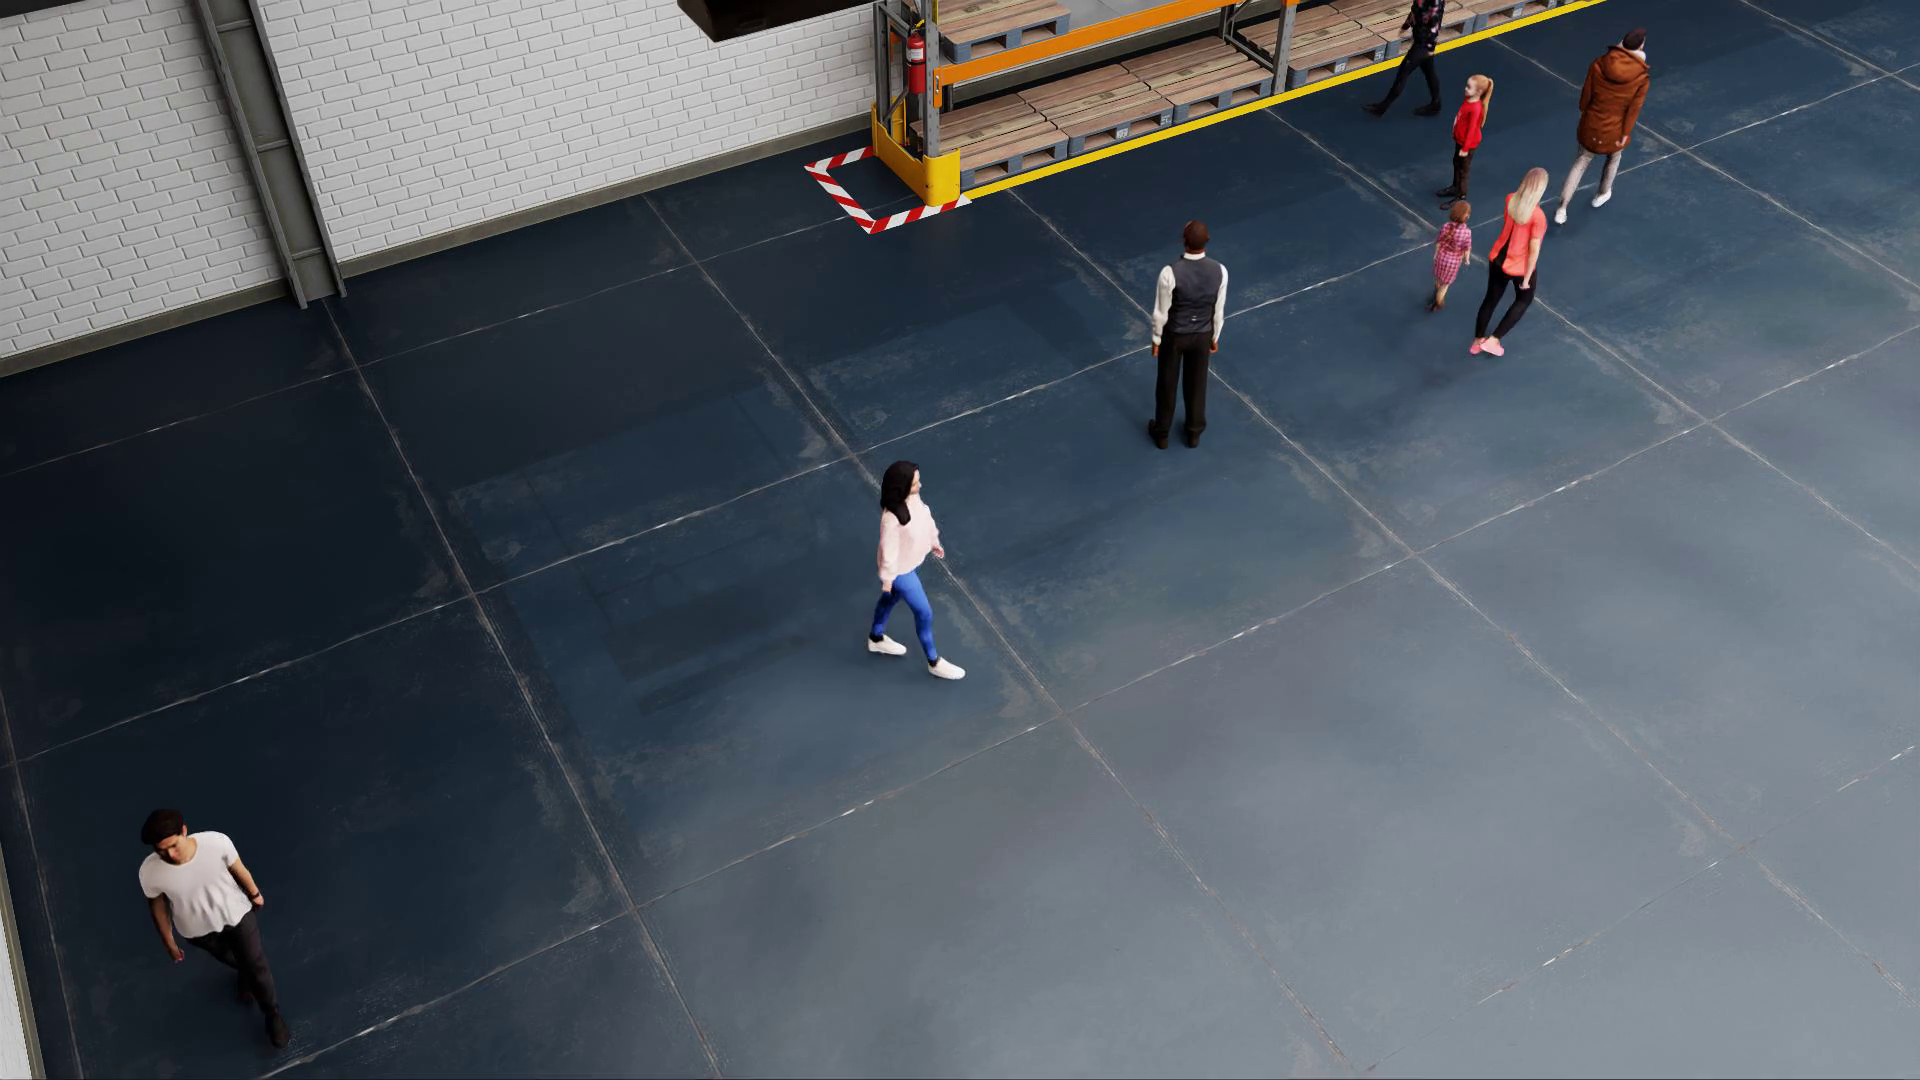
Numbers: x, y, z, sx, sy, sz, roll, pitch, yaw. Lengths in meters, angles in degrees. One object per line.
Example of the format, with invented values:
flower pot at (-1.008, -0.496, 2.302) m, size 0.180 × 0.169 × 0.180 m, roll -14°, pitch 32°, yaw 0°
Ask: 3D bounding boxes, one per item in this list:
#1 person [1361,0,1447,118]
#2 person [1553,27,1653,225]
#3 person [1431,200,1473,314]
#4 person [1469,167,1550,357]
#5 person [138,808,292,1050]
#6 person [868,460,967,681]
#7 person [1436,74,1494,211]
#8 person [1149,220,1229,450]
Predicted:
person at (4.506, -4.783, 15.900) m, size 1.101 × 1.640 × 0.959 m, roll 4°, pitch 44°, yaw 4°
person at (5.581, -3.564, 14.504) m, size 1.033 × 1.801 × 1.259 m, roll 25°, pitch 49°, yaw 24°
person at (4.040, -2.326, 13.778) m, size 0.556 × 1.010 × 0.663 m, roll 27°, pitch 50°, yaw 26°
person at (4.273, -2.134, 13.092) m, size 0.588 × 1.678 × 0.606 m, roll -22°, pitch 48°, yaw -22°
person at (-3.973, 1.913, 8.828) m, size 0.881 × 1.700 × 0.771 m, roll -17°, pitch 46°, yaw -17°
person at (-0.456, 0.145, 10.656) m, size 1.057 × 1.738 × 0.998 m, roll 10°, pitch 44°, yaw 10°
person at (4.535, -3.581, 14.900) m, size 0.598 × 1.280 × 0.564 m, roll 0°, pitch 44°, yaw 0°
person at (1.669, -1.493, 12.246) m, size 0.678 × 1.916 × 0.831 m, roll -4°, pitch 44°, yaw -4°
